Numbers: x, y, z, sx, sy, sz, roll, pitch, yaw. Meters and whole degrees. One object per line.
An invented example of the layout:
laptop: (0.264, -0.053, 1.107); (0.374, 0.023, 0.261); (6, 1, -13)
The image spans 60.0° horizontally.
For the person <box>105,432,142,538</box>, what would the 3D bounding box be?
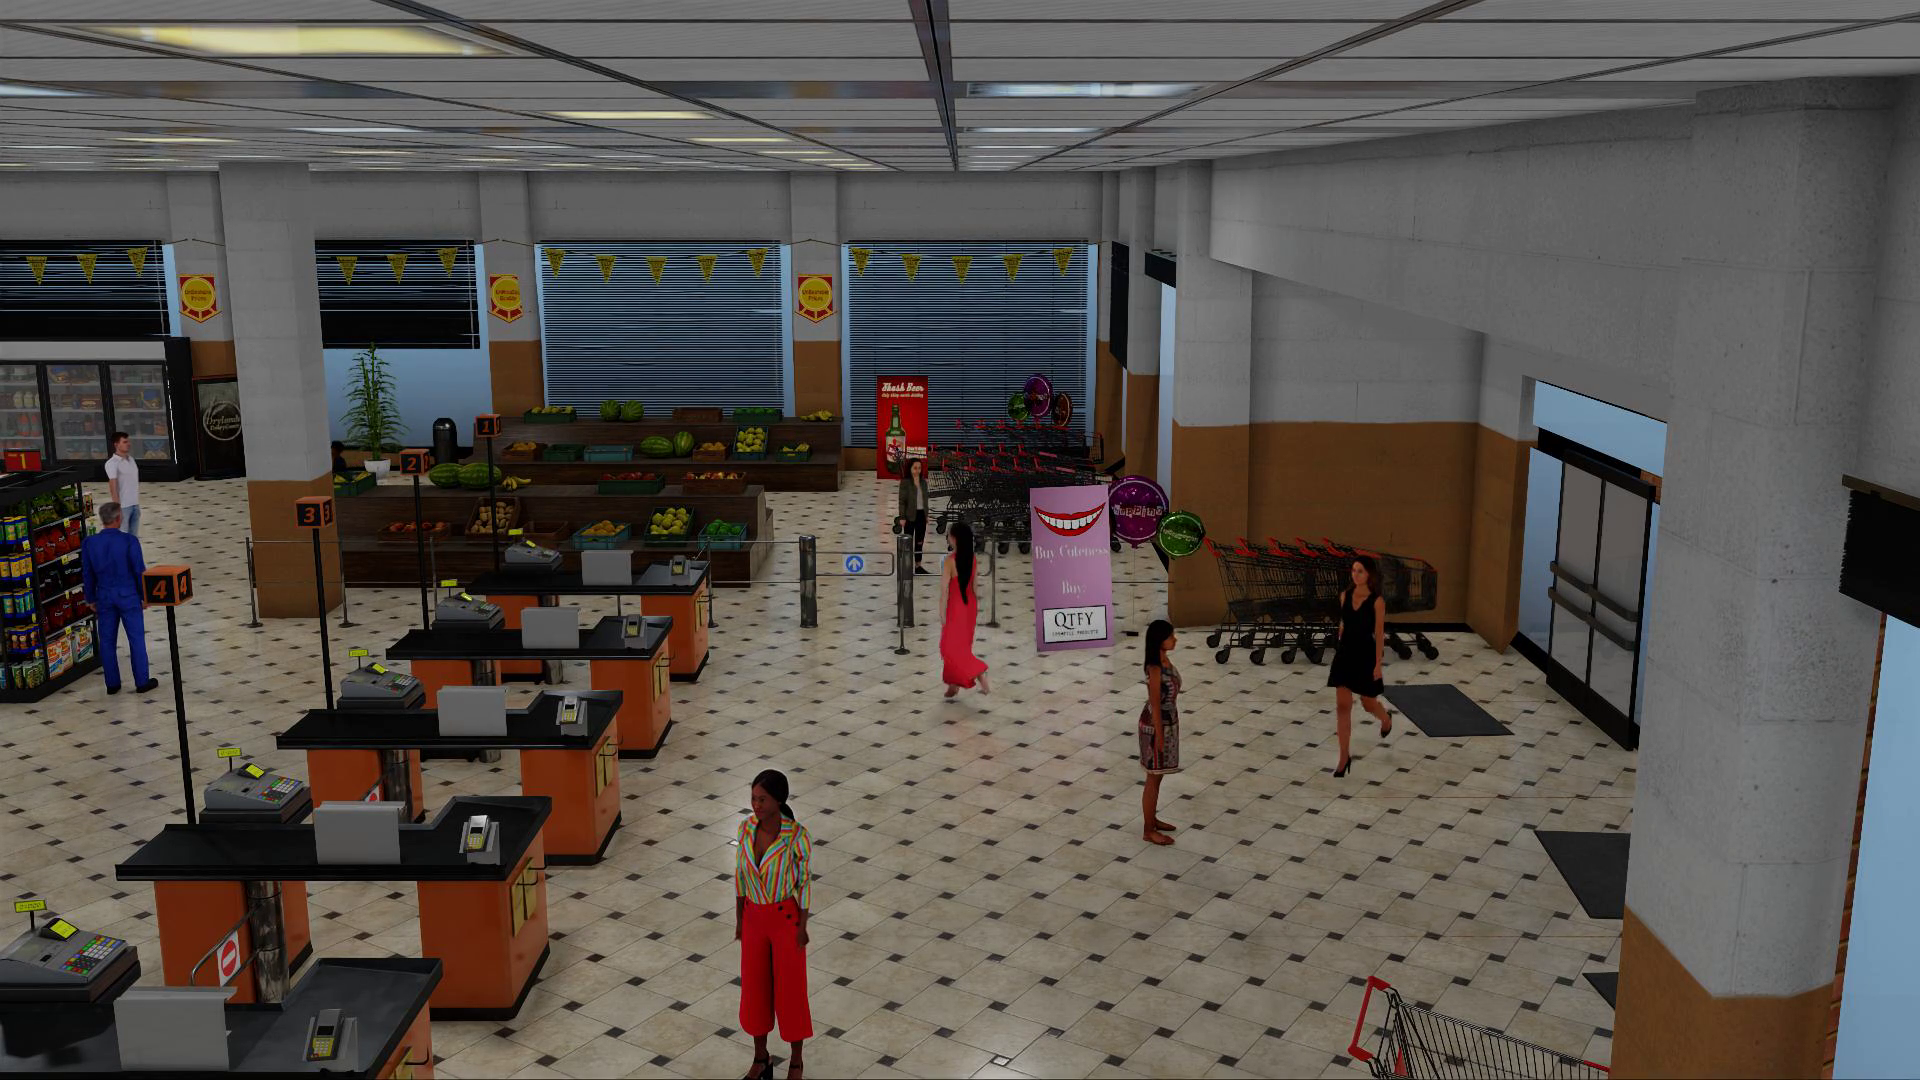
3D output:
person: (-10.130, -0.397, 20.170); (0.551, 1.850, 0.648); (1, 12, 3)

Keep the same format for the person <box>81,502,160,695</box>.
person: (-7.969, 0.548, 15.741); (0.536, 1.825, 0.811); (-2, 12, -8)

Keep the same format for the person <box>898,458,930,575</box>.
person: (-0.571, -0.288, 20.556); (0.623, 1.477, 0.716); (-8, 14, -34)

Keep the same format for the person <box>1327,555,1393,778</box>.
person: (3.296, 1.020, 13.526); (1.023, 1.814, 1.066); (11, 16, 43)

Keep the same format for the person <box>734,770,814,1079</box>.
person: (-0.971, 2.051, 8.682); (0.569, 1.793, 0.717); (4, 12, 18)

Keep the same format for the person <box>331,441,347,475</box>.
person: (-8.646, -0.756, 23.324); (0.822, 1.253, 0.517); (0, 12, -1)

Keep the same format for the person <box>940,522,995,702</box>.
person: (0.055, 0.704, 15.290); (0.966, 1.706, 0.995); (-10, 15, -39)

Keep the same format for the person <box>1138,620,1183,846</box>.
person: (1.452, 1.384, 12.210); (0.604, 1.645, 0.693); (3, 12, 12)
